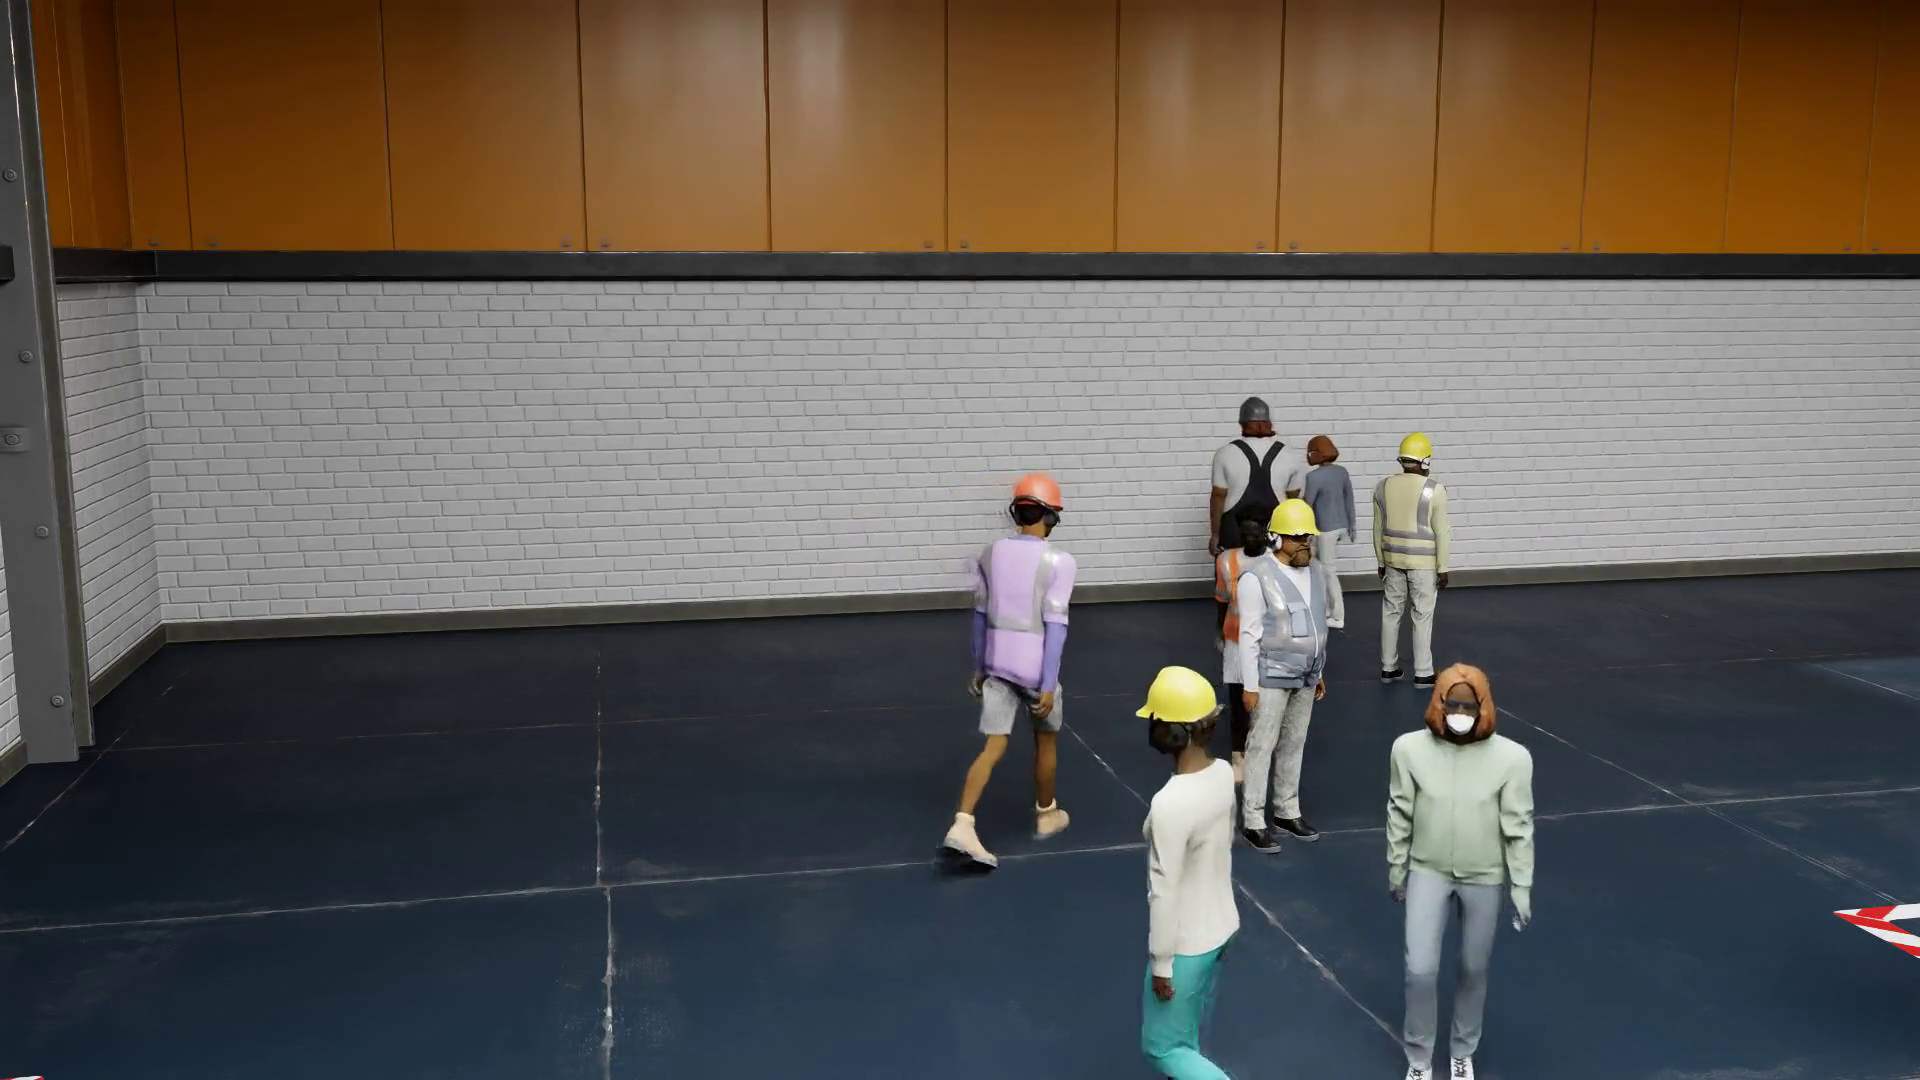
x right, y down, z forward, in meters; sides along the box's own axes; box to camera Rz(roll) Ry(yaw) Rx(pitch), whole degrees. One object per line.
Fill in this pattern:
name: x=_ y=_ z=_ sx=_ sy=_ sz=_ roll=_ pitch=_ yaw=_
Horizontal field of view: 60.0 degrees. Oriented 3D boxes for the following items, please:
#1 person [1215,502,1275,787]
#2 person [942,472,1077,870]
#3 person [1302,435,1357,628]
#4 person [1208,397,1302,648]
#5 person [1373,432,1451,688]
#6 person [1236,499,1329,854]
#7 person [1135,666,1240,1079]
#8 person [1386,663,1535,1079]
person: x=1.770 y=0.579 z=9.762 sx=0.549 sy=1.669 sz=0.636 roll=6 pitch=11 yaw=31
person: x=0.244 y=0.658 z=8.446 sx=0.624 sy=1.975 sz=1.060 roll=6 pitch=11 yaw=32
person: x=3.083 y=-0.072 z=13.925 sx=0.417 sy=1.608 sz=0.511 roll=9 pitch=13 yaw=44
person: x=2.240 y=-0.113 z=12.863 sx=0.714 sy=2.000 sz=0.700 roll=-1 pitch=9 yaw=-4
person: x=3.247 y=0.143 z=11.924 sx=0.590 sy=1.837 sz=0.404 roll=9 pitch=13 yaw=43
person: x=1.686 y=0.690 z=8.605 sx=0.600 sy=1.829 sz=0.404 roll=-7 pitch=12 yaw=-37
person: x=0.801 y=1.274 z=5.327 sx=0.580 sy=1.751 sz=0.522 roll=6 pitch=11 yaw=30
person: x=1.769 y=1.239 z=5.922 sx=0.516 sy=1.613 sz=0.574 roll=3 pitch=10 yaw=18
